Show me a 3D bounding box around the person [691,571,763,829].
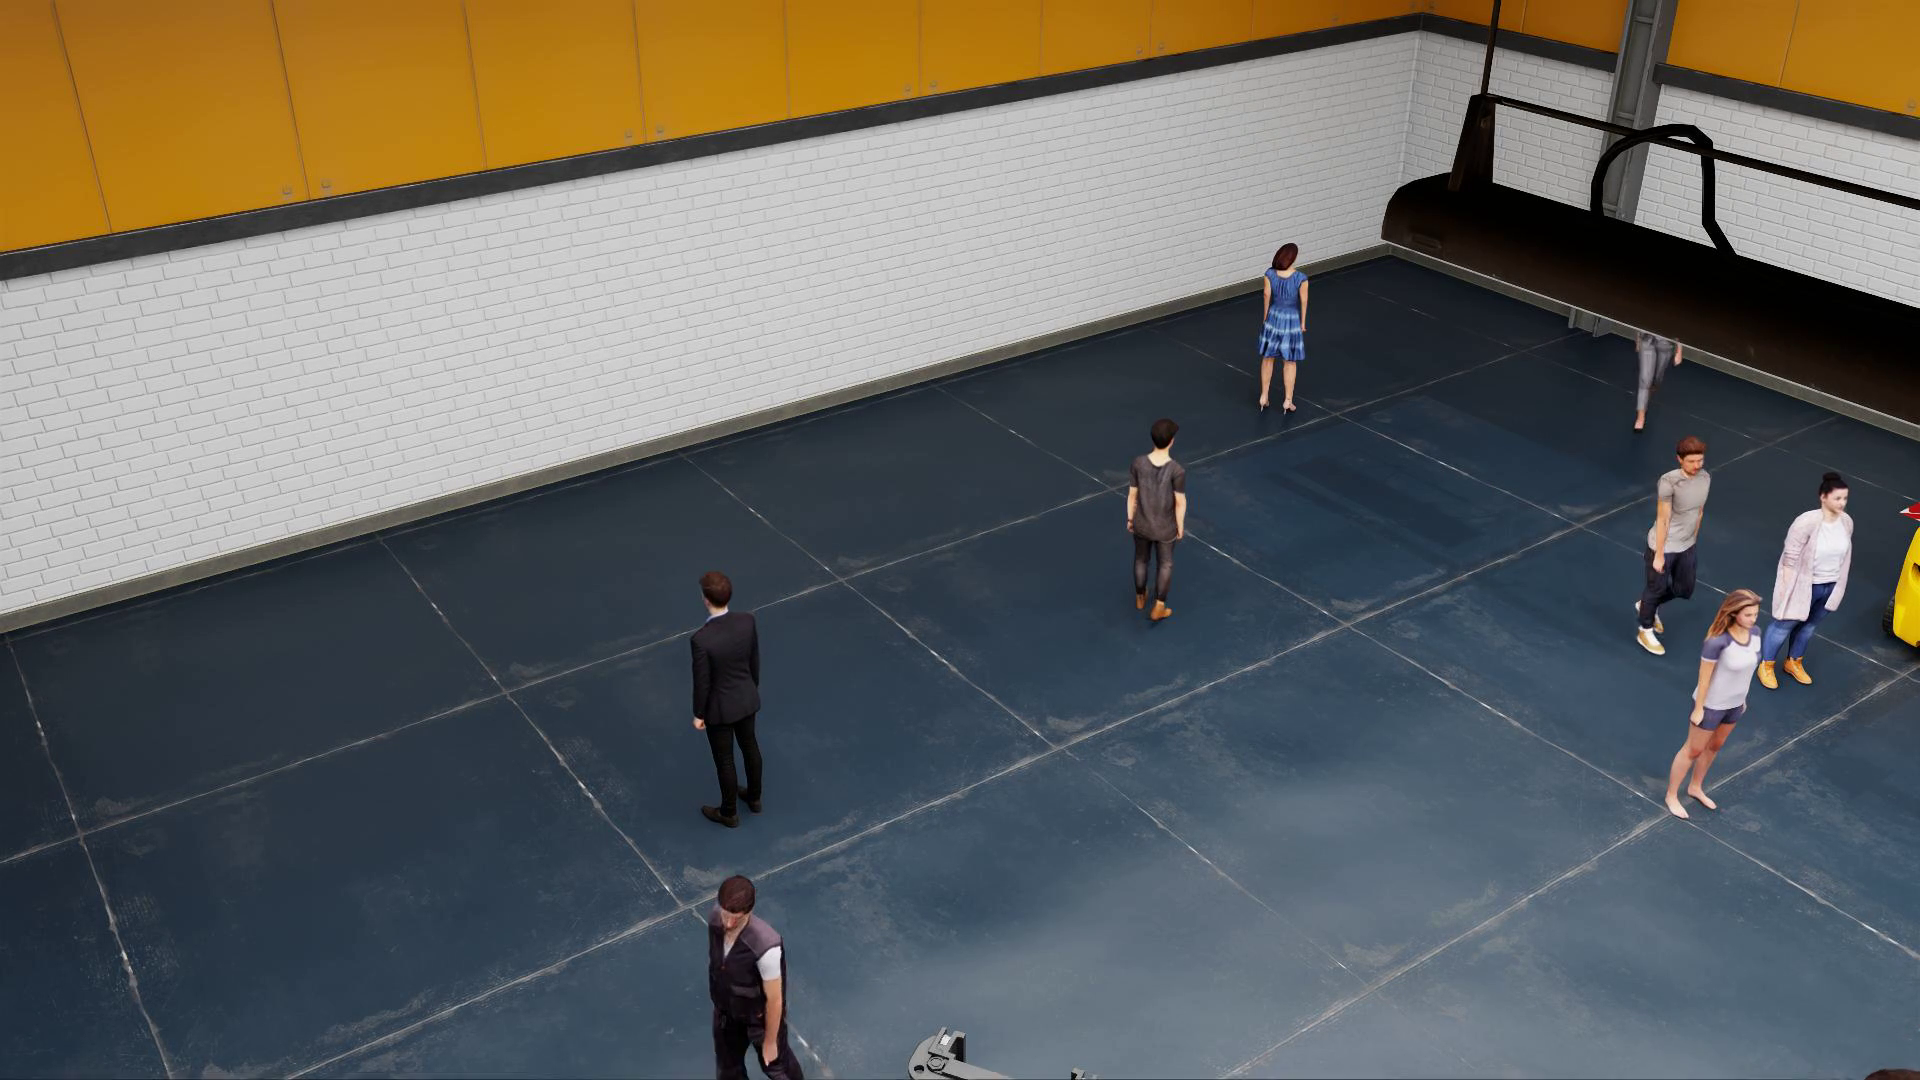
[{"bbox_3d":[-1.522,1.050,10.955,0.673,1.887,0.732,25,37,37],"label":"person"}]

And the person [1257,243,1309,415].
[{"bbox_3d":[3.285,-2.152,16.909,0.678,1.806,0.811,14,32,24],"label":"person"}]

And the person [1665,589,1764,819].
[{"bbox_3d":[5.046,1.067,11.088,0.649,1.730,0.608,-11,31,-20],"label":"person"}]

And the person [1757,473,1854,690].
[{"bbox_3d":[6.365,0.303,12.481,0.776,1.738,0.763,-6,29,-11],"label":"person"}]

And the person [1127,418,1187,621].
[{"bbox_3d":[1.565,-0.172,13.362,0.766,1.727,0.837,11,31,20],"label":"person"}]

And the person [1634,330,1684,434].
[{"bbox_3d":[6.983,-1.926,16.685,1.148,1.624,1.066,12,31,22],"label":"person"}]

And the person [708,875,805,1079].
[{"bbox_3d":[-1.034,2.360,8.628,0.847,1.816,0.875,24,37,36],"label":"person"}]

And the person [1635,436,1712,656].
[{"bbox_3d":[5.438,0.008,12.887,0.740,1.866,0.804,-12,31,-21],"label":"person"}]
